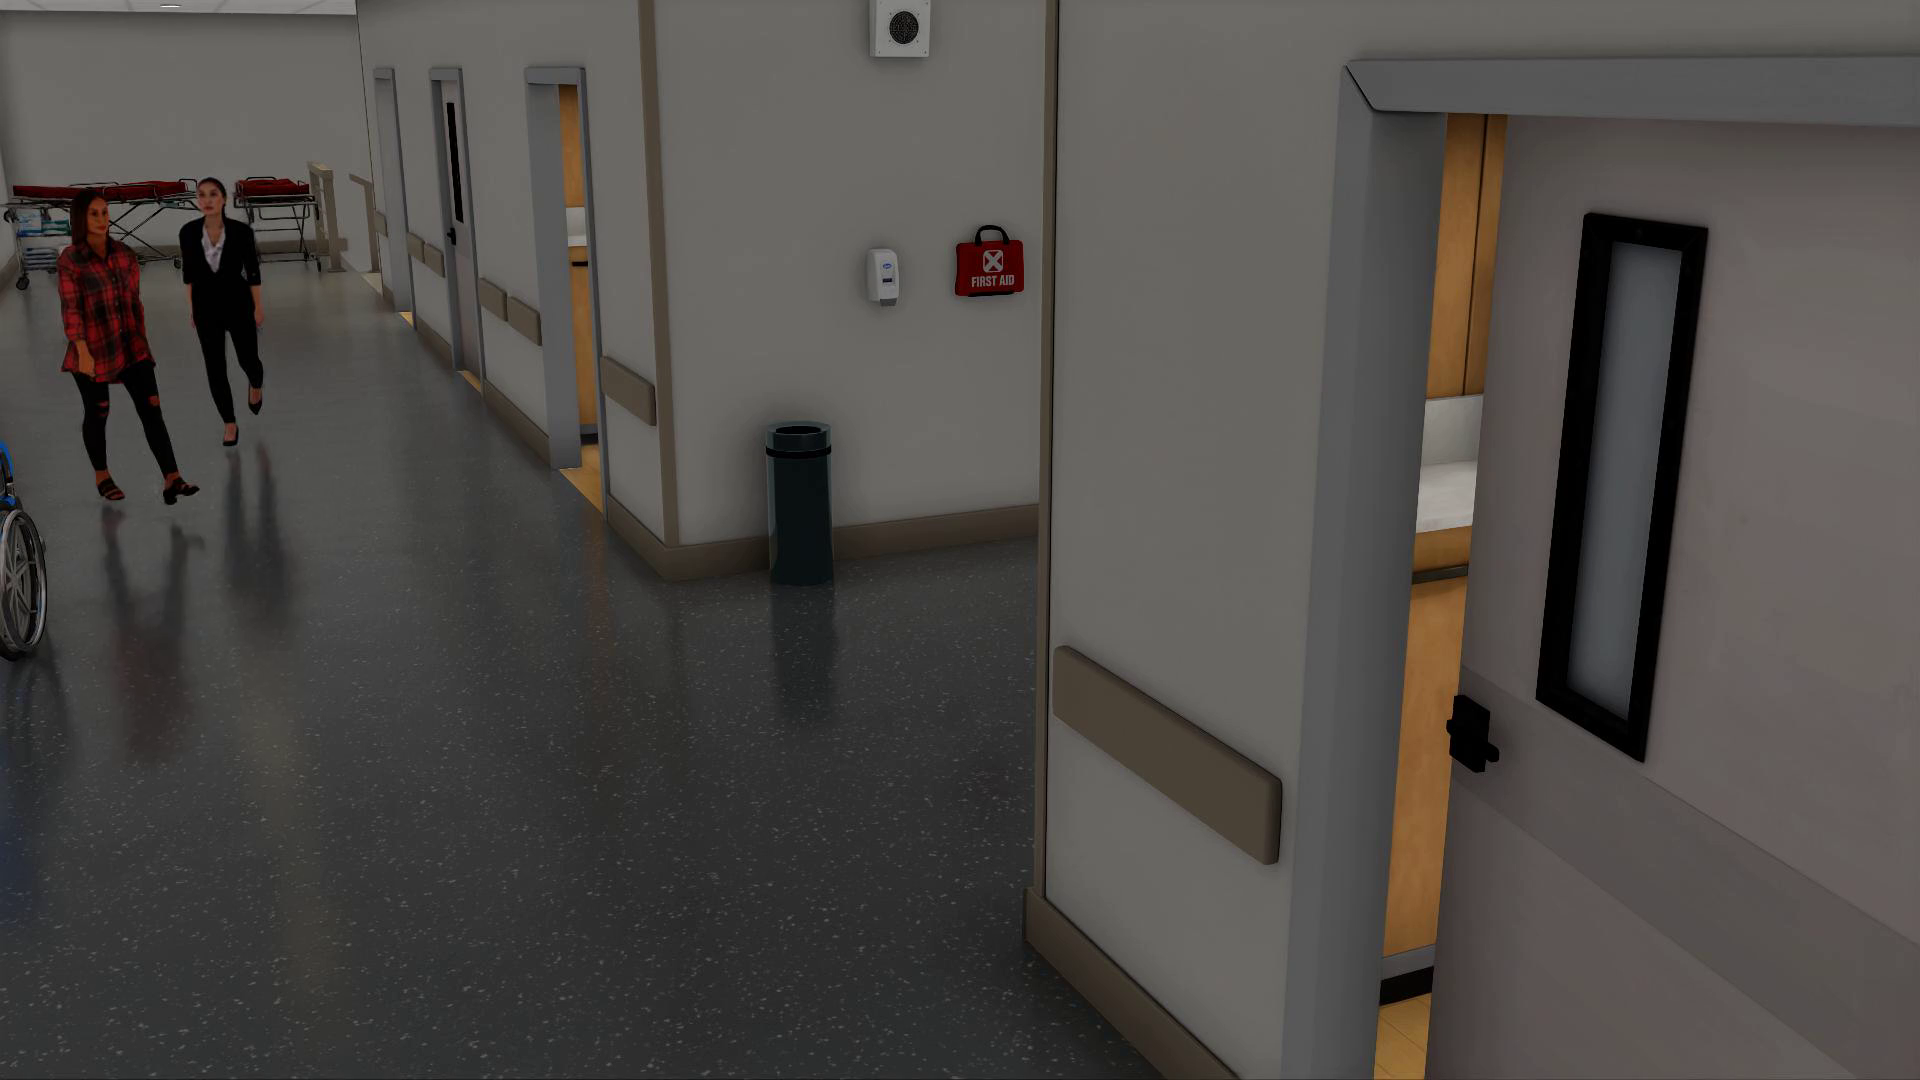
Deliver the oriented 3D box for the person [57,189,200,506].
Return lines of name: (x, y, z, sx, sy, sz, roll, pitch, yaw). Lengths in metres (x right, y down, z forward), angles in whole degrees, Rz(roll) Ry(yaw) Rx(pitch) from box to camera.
person: (-4.580, -0.989, 8.860, 1.139, 1.663, 0.973, 10, 19, 32)

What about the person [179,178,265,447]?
person: (-4.617, -1.435, 10.483, 0.707, 1.643, 0.990, -4, 16, -14)
